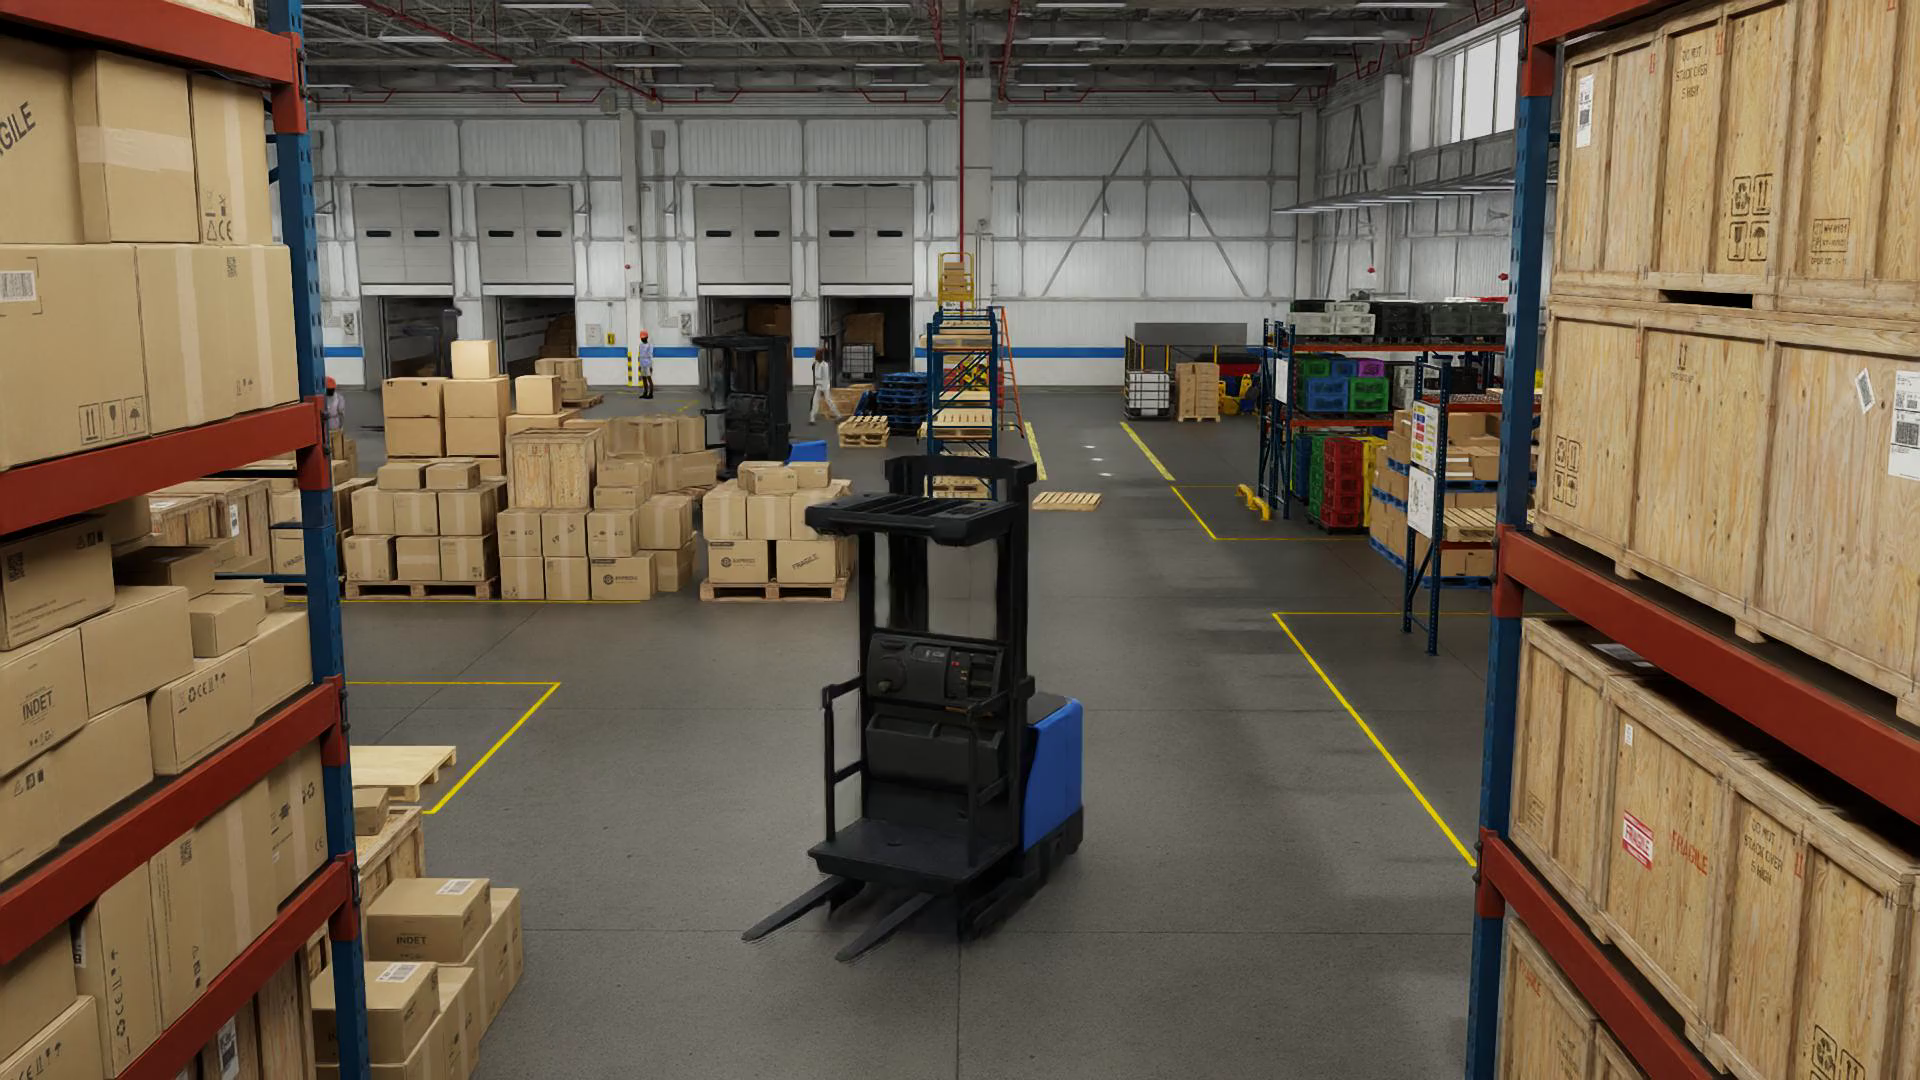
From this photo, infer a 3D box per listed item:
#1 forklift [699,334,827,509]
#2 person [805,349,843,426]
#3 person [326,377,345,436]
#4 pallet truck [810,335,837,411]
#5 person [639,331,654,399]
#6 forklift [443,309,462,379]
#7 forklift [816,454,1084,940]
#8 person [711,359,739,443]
[{"bbox_3d":[-3.126,-1.901,26.671,1.129,2.768,1.873,9,13,41],"label":"forklift"},{"bbox_3d":[-3.224,-3.646,39.782,0.972,1.840,0.577,-7,12,-34],"label":"person"},{"bbox_3d":[-11.741,-2.124,30.931,0.561,1.861,0.972,-9,13,-41],"label":"person"},{"bbox_3d":[-3.021,-4.312,43.126,1.885,1.965,0.823,3,10,17],"label":"pallet truck"},{"bbox_3d":[-8.890,-4.946,46.989,0.544,1.929,0.386,8,13,38],"label":"person"},{"bbox_3d":[-11.663,-3.918,38.306,1.873,2.768,1.129,-3,10,-17],"label":"forklift"},{"bbox_3d":[0.009,0.853,10.781,1.129,2.768,1.873,5,11,26],"label":"forklift"},{"bbox_3d":[-4.990,-2.934,35.421,0.628,1.923,0.602,-2,10,-11],"label":"person"}]
